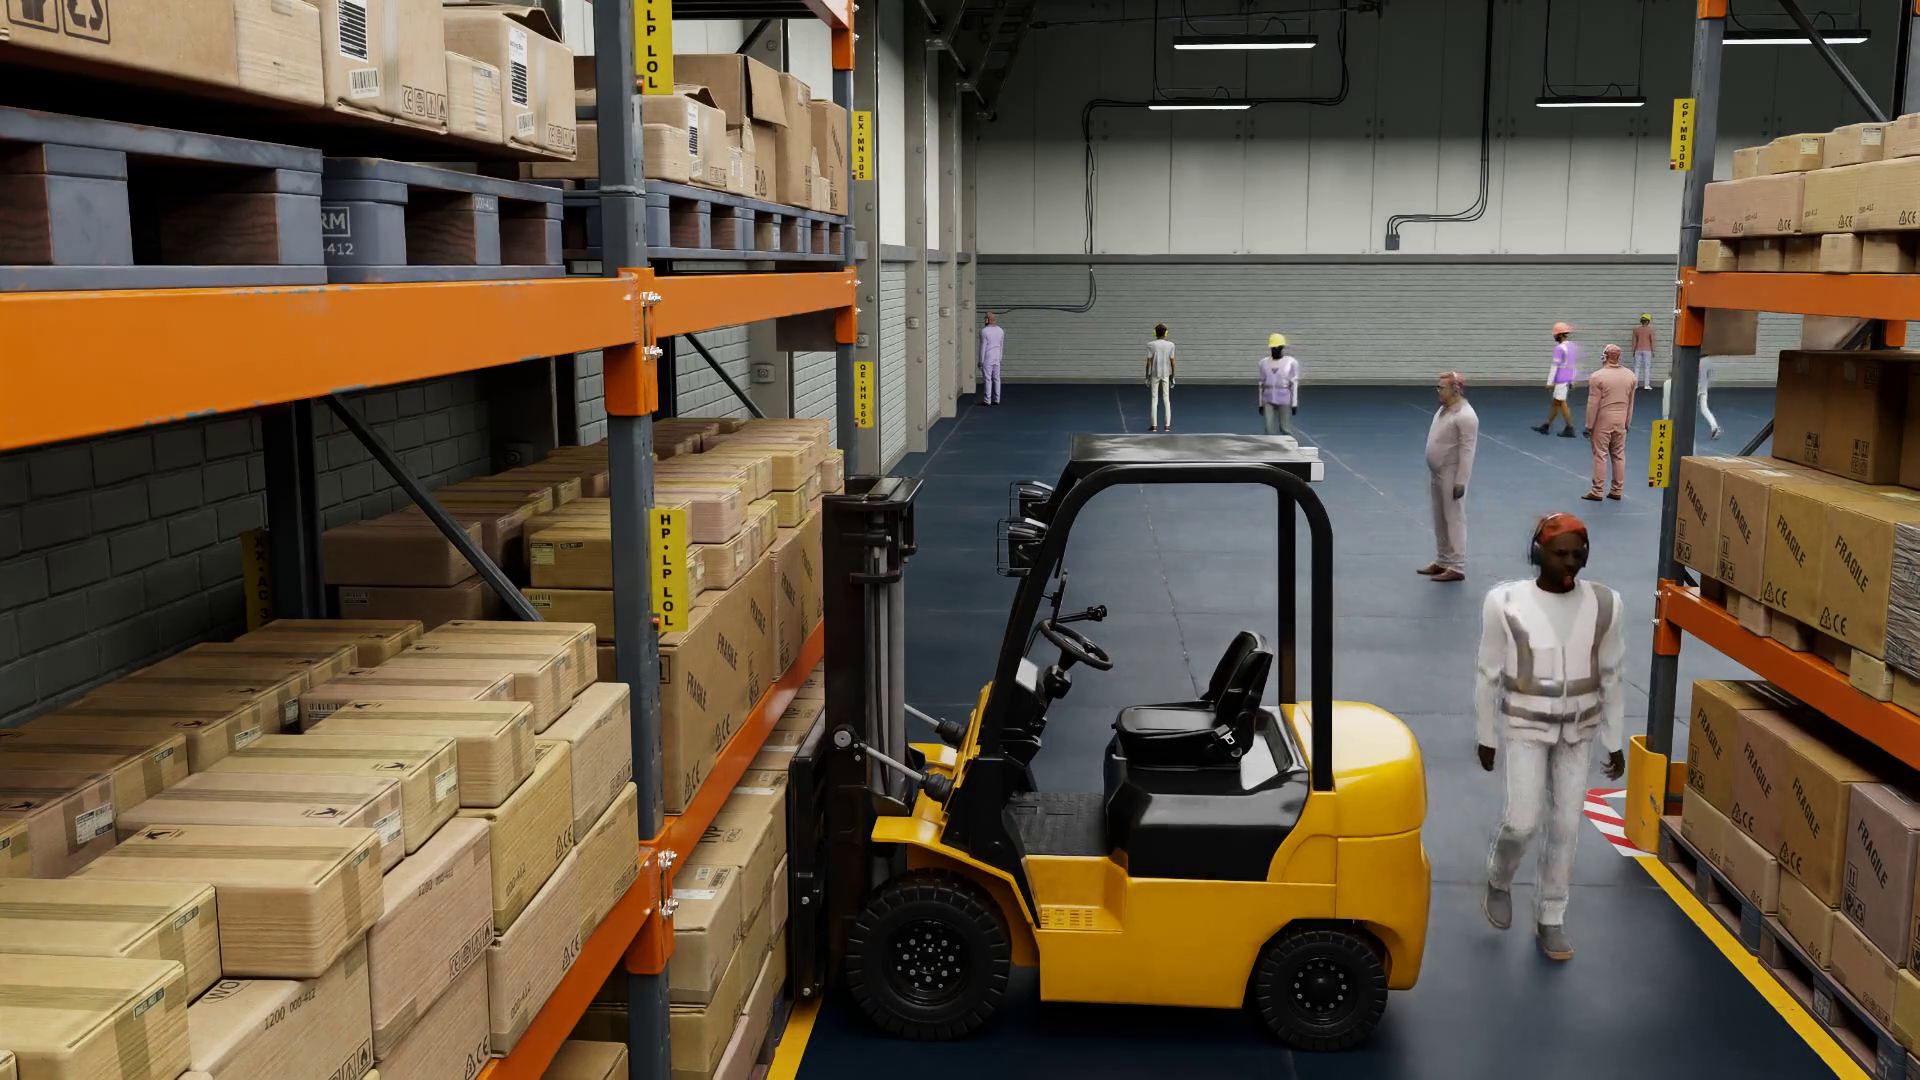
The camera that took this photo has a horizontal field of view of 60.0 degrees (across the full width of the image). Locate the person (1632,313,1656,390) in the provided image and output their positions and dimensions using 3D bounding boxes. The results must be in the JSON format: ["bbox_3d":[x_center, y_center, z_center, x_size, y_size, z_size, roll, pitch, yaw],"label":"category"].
[{"bbox_3d":[15.823,-4.358,38.486,0.524,1.768,0.312,8,12,41],"label":"person"}]

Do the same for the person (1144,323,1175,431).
[{"bbox_3d":[3.462,-2.814,28.818,0.533,1.868,0.310,0,9,-2],"label":"person"}]

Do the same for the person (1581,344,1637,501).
[{"bbox_3d":[7.888,-1.425,20.284,0.639,1.908,0.409,-3,10,-17],"label":"person"}]

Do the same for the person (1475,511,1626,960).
[{"bbox_3d":[2.443,0.806,6.897,0.583,1.871,0.438,0,9,-2],"label":"person"}]

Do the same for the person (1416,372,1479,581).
[{"bbox_3d":[4.439,-0.581,15.171,0.403,1.906,0.651,-1,9,-7],"label":"person"}]

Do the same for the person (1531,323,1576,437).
[{"bbox_3d":[9.998,-2.679,27.886,0.814,1.899,0.568,8,13,41],"label":"person"}]

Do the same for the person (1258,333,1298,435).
[{"bbox_3d":[4.575,-2.021,23.907,0.595,1.903,0.731,5,11,28],"label":"person"}]

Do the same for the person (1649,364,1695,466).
[{"bbox_3d":[9.890,-1.700,22.918,0.524,1.586,0.868,-2,10,-10],"label":"person"}]

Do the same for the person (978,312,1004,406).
[{"bbox_3d":[0.602,-3.696,34.043,0.410,1.909,0.643,9,13,44],"label":"person"}]

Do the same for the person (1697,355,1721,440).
[{"bbox_3d":[12.210,-2.448,27.397,0.516,1.609,0.769,-5,10,-26],"label":"person"}]
